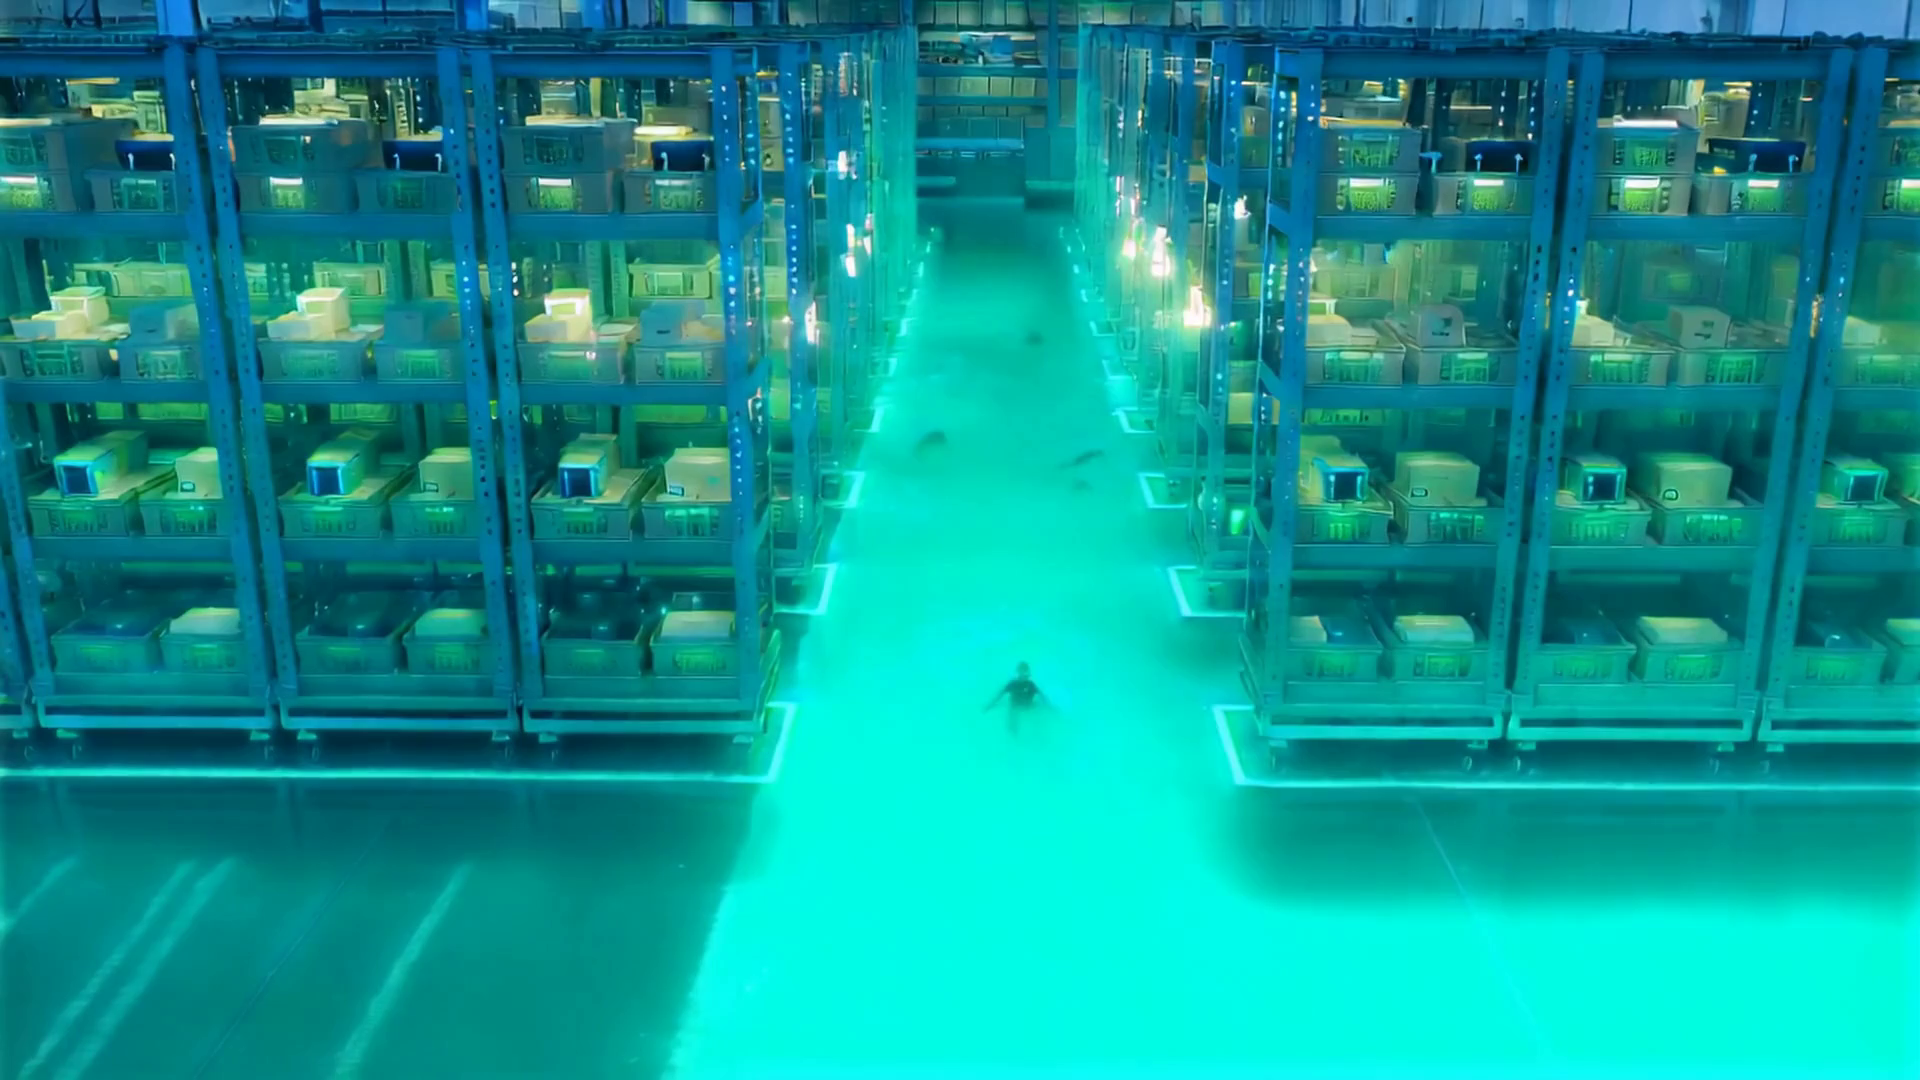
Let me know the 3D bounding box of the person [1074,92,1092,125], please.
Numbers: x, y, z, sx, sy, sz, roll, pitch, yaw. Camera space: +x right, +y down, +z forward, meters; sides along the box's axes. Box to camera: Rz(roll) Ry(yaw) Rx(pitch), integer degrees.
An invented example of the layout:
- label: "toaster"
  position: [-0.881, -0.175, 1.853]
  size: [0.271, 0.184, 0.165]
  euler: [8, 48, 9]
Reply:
- label: "person"
  position: [3.171, -10.604, 42.963]
  size: [0.377, 1.950, 0.610]
  euler: [-13, 22, -36]
